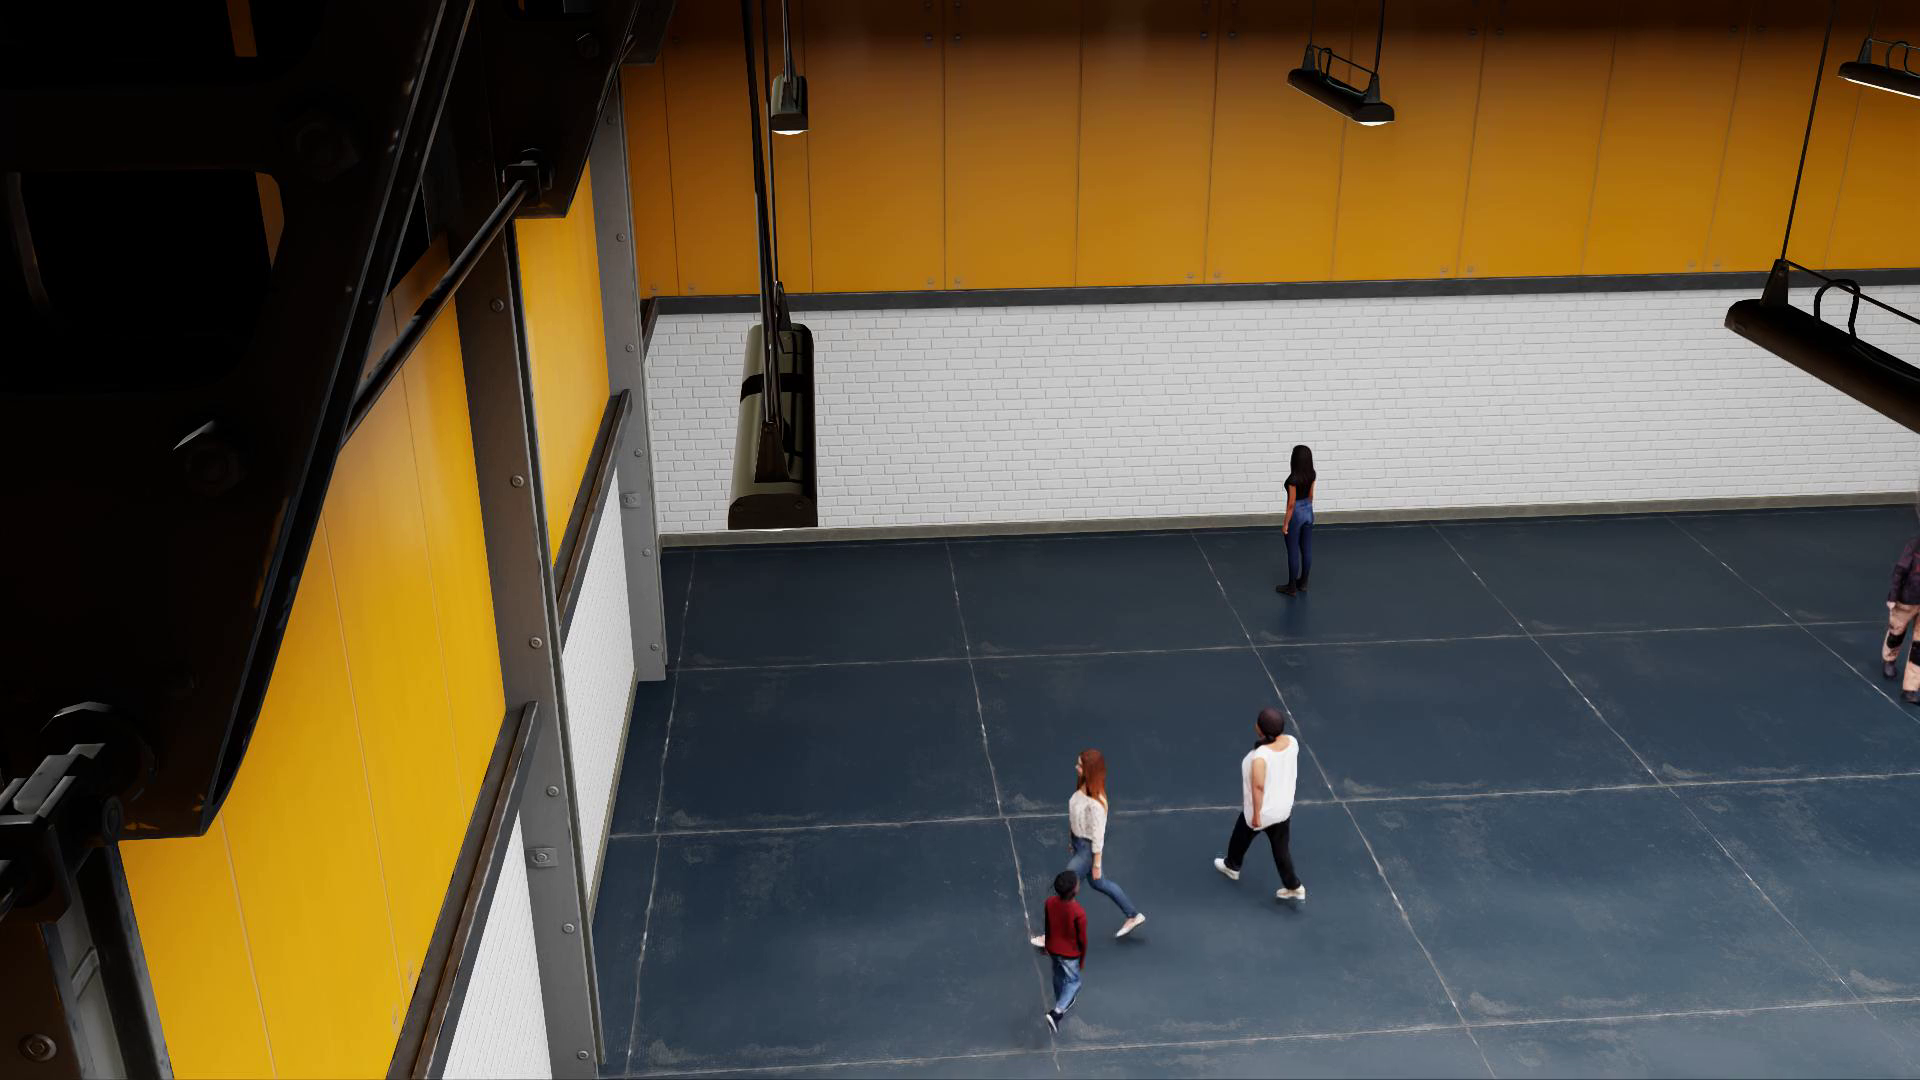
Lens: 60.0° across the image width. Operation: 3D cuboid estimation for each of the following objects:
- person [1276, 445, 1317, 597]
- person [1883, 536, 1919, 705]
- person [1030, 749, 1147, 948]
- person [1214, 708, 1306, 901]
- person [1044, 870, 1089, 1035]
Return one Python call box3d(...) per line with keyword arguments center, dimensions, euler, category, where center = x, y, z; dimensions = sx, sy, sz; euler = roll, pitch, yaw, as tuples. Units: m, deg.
box3d(center=(3.754, -0.221, 18.386), dimensions=(0.659, 1.738, 0.681), euler=(-16, 28, -32), category="person")
box3d(center=(9.393, 0.594, 16.355), dimensions=(1.033, 1.872, 1.336), euler=(7, 25, 16), category="person")
box3d(center=(1.047, 2.347, 12.568), dimensions=(0.637, 1.693, 1.046), euler=(-2, 24, -4), category="person")
box3d(center=(2.471, 2.111, 13.154), dimensions=(1.019, 1.656, 1.199), euler=(-17, 29, -34), category="person")
box3d(center=(0.713, 2.926, 11.810), dimensions=(0.732, 1.240, 0.805), euler=(17, 29, 34), category="person")
